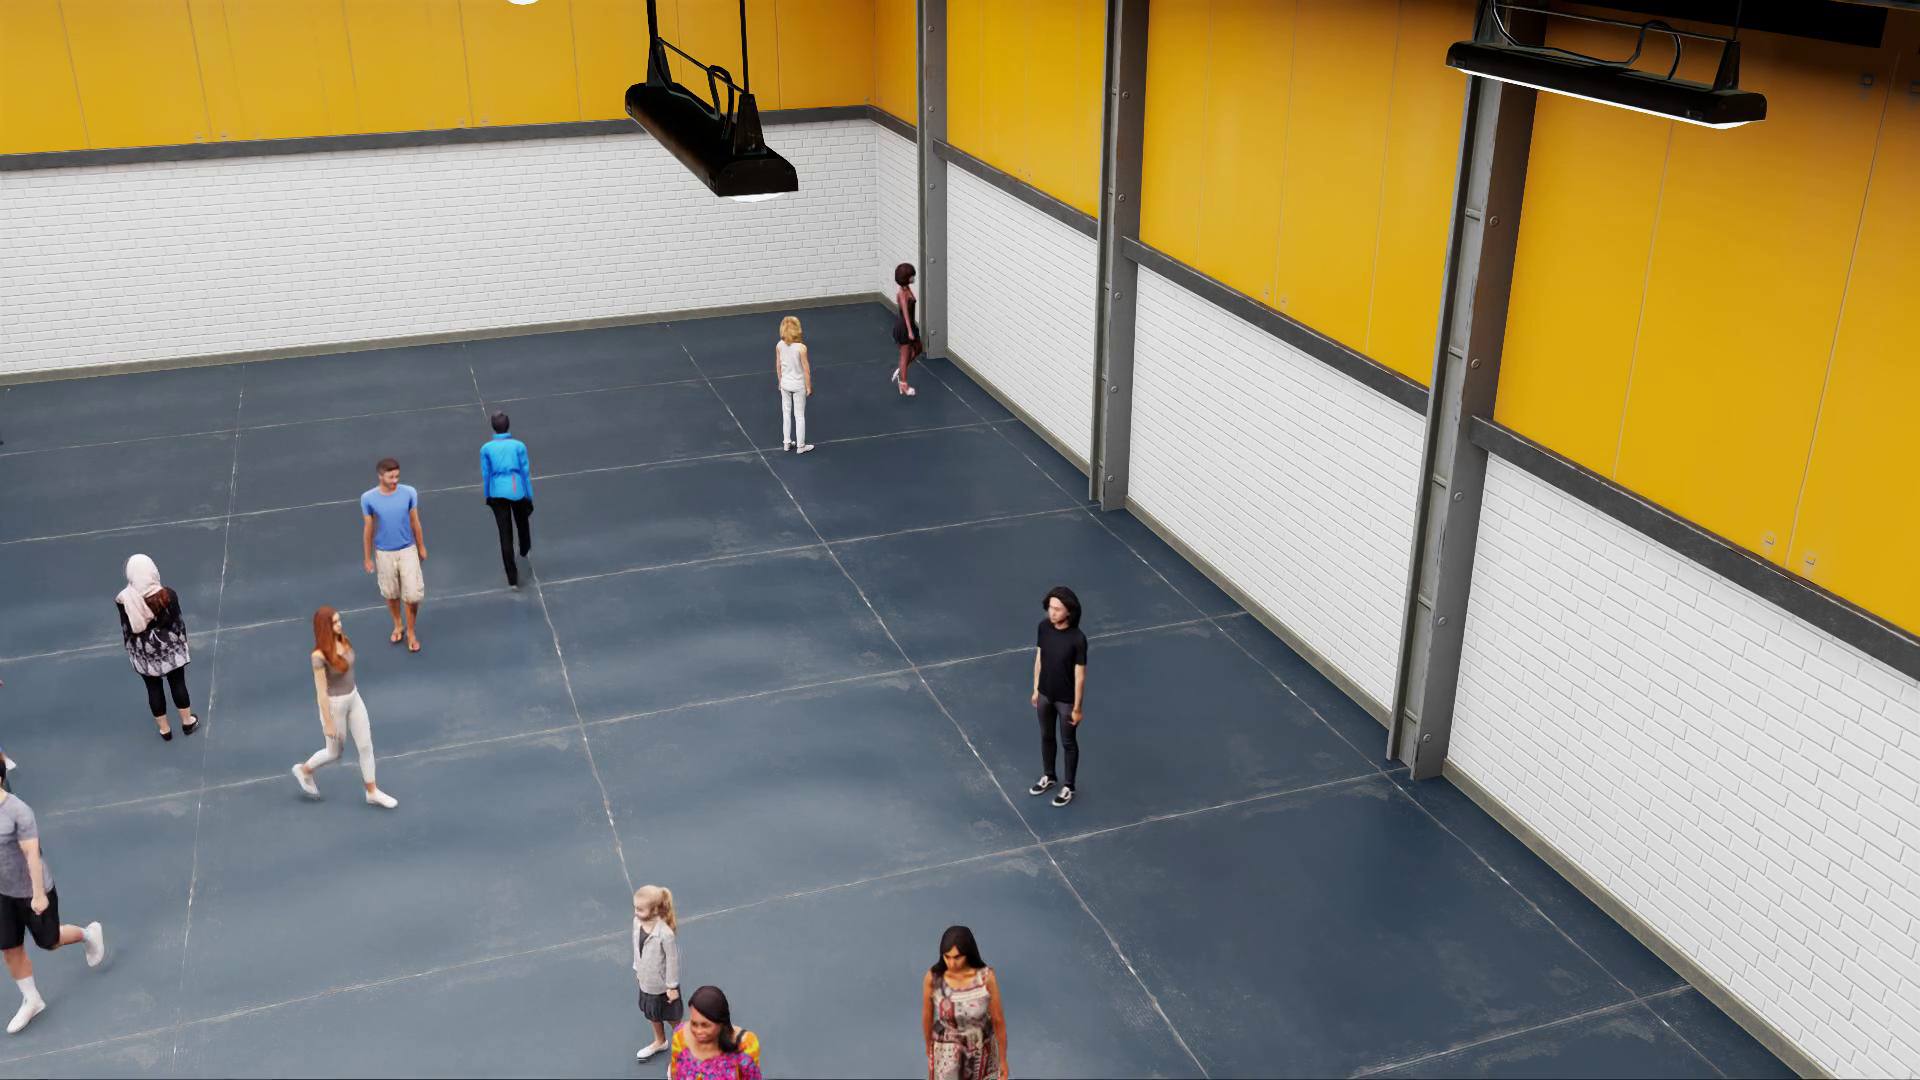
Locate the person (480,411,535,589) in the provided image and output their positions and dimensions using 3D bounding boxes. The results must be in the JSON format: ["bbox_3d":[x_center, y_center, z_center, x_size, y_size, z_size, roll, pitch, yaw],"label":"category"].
[{"bbox_3d":[-4.472,-0.364,16.459,0.726,1.740,1.178,-5,24,-12],"label":"person"}]

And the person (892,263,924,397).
[{"bbox_3d":[-0.795,-2.762,21.896,0.760,1.779,0.707,5,24,12],"label":"person"}]

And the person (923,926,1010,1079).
[{"bbox_3d":[0.016,2.809,9.382,0.782,1.592,1.199,-3,24,-8],"label":"person"}]

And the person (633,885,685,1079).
[{"bbox_3d":[-1.820,2.658,10.127,0.580,1.274,0.658,15,28,30],"label":"person"}]

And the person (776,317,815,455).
[{"bbox_3d":[-2.011,-1.875,20.000,0.679,1.671,0.749,12,26,25],"label":"person"}]

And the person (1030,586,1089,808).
[{"bbox_3d":[0.776,1.169,12.838,0.627,1.829,0.763,20,31,38],"label":"person"}]

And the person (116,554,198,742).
[{"bbox_3d":[-6.638,0.880,13.739,0.617,1.638,0.610,-9,25,-19],"label":"person"}]

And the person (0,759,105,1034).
[{"bbox_3d":[-5.890,2.156,10.563,0.981,1.844,1.148,5,24,11],"label":"person"}]

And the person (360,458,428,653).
[{"bbox_3d":[-5.203,0.067,15.350,0.717,1.837,0.844,-6,24,-13],"label":"person"}]

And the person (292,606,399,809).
[{"bbox_3d":[-4.814,1.292,12.722,1.050,1.697,1.076,7,24,15],"label":"person"}]

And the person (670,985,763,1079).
[{"bbox_3d":[-1.257,3.012,8.840,0.827,1.656,0.885,7,24,15],"label":"person"}]
